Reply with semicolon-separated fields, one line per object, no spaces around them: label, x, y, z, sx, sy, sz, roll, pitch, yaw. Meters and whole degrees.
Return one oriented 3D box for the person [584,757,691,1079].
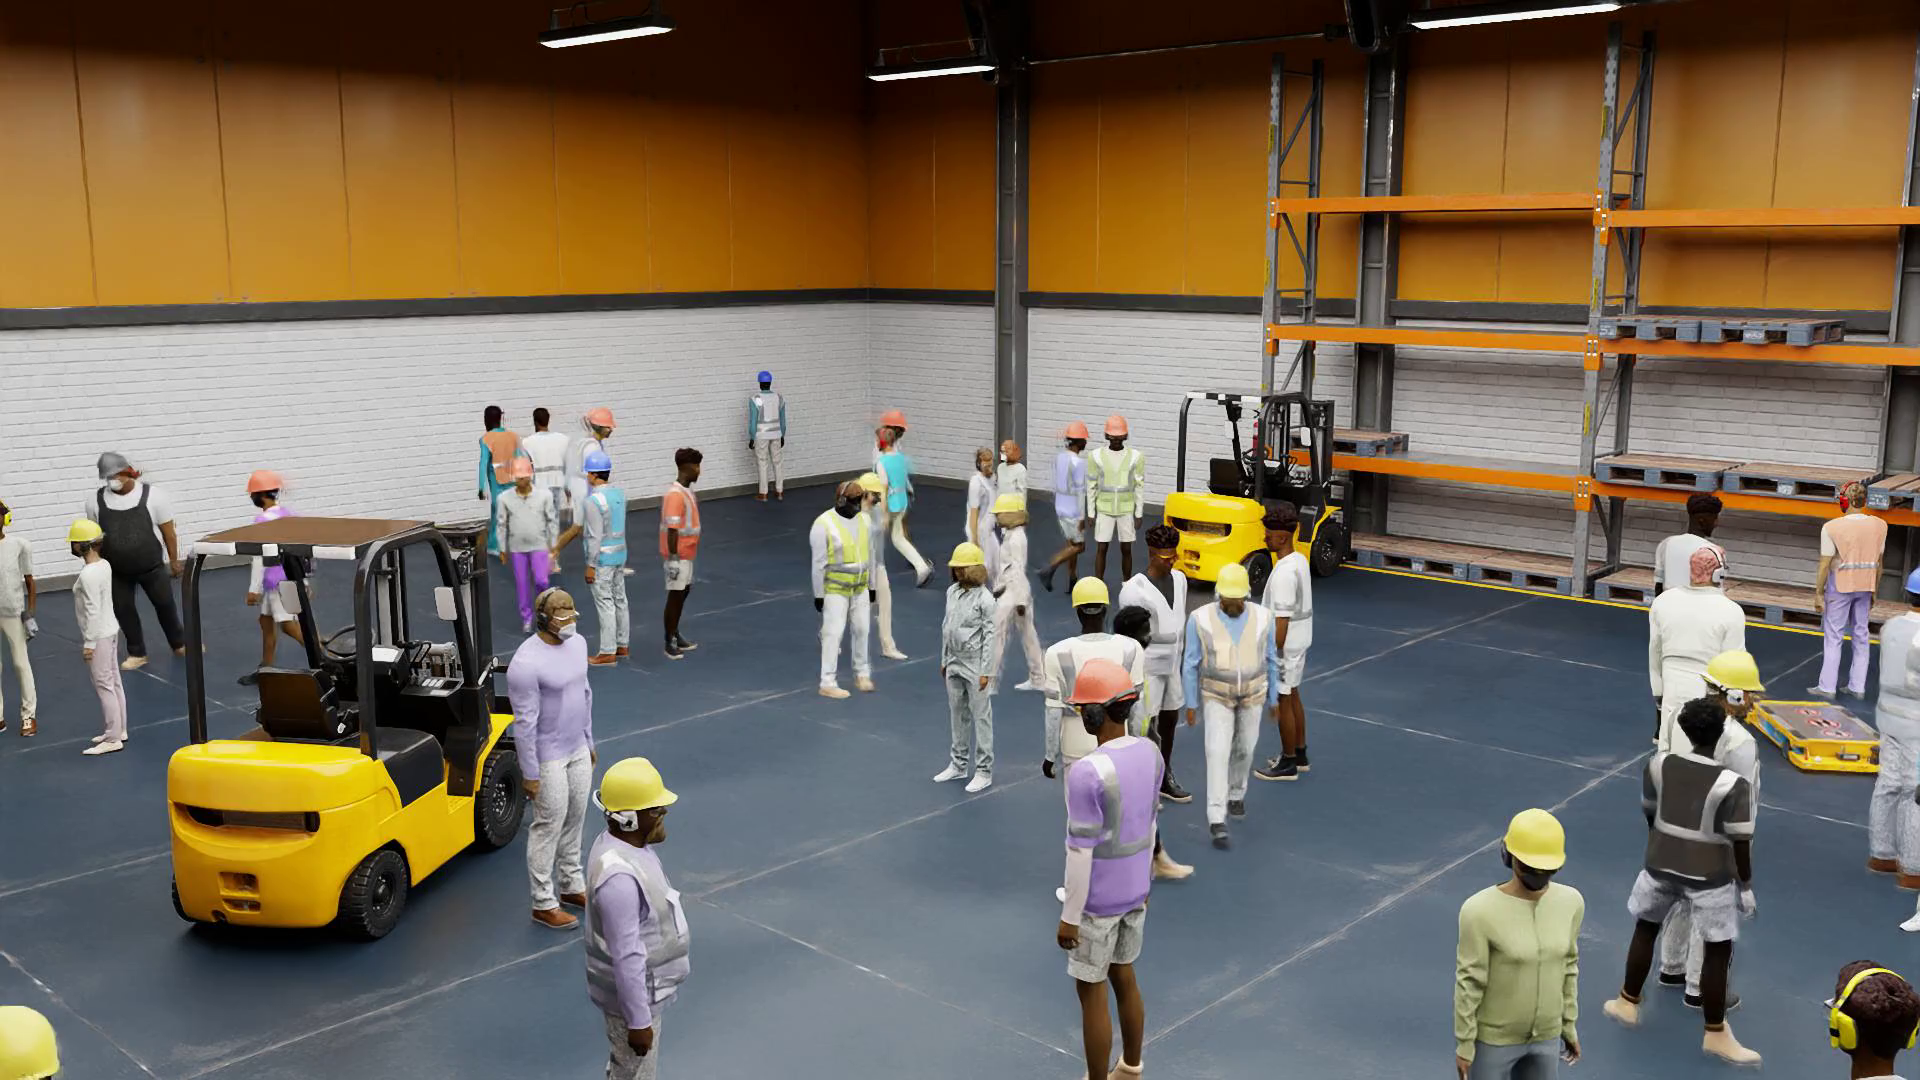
person;-1.247;1.733;6.464;0.403;1.834;0.589;-2;10;-13

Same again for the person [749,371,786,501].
person;-2.887;-1.554;24.857;0.614;1.945;0.406;-7;12;-36

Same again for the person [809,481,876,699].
person;-0.985;0.411;14.004;0.678;1.832;0.432;-10;14;-44

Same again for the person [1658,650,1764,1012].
person;3.718;1.431;8.234;0.403;1.820;0.598;-2;10;-10

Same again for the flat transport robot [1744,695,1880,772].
flat transport robot;6.459;1.448;12.536;0.652;0.197;1.431;1;10;8

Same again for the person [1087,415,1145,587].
person;1.647;-0.317;17.595;0.604;2.032;0.416;1;10;4

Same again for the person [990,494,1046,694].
person;0.364;0.462;14.065;0.806;1.713;0.505;1;10;4

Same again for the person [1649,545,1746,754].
person;4.695;0.977;10.562;0.408;1.909;0.638;-7;12;-34

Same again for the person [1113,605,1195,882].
person;1.088;1.206;9.922;0.791;1.660;0.538;1;10;7

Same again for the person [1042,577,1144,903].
person;0.751;1.161;9.488;0.585;1.916;0.389;-2;10;-12

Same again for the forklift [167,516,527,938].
forklift;-3.583;0.976;9.748;1.214;2.155;2.313;2;10;11

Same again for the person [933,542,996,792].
person;0.045;0.875;11.606;0.292;1.745;0.487;-9;14;-43

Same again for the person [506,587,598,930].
person;-2.239;1.201;9.243;0.383;1.929;0.634;4;11;20

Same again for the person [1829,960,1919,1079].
person;2.431;2.059;4.549;0.512;1.861;0.325;-2;10;-11

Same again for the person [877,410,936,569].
person;-0.798;-0.591;19.585;1.012;1.885;0.563;2;10;9

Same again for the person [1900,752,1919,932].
person;5.436;1.385;9.000;0.307;1.640;0.512;-6;12;-31

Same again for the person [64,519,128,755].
person;-6.468;0.717;12.442;0.310;1.768;0.533;-3;10;-15

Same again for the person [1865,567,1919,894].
person;5.606;1.096;9.773;0.389;1.947;0.610;0;10;0

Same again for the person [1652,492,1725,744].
person;5.477;0.615;12.477;0.391;1.957;0.608;-4;11;-21

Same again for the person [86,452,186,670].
person;-7.373;0.151;14.887;0.766;2.000;0.626;-3;10;-18

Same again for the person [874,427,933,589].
person;-0.739;-0.348;18.379;0.881;1.815;0.578;4;11;24

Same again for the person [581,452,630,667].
person;-3.218;0.170;15.039;0.404;1.945;0.614;3;10;16

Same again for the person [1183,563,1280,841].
person;1.768;1.026;10.692;0.636;1.767;0.801;0;10;0

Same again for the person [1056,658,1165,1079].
person;0.620;1.511;7.196;0.407;2.029;0.612;8;13;37

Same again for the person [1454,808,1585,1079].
person;2.059;1.828;6.122;0.530;1.765;0.326;-3;10;-17

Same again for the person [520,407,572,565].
person;-4.974;-0.627;19.715;0.608;1.894;0.749;-8;13;-38

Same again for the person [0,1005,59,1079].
person;-2.318;2.099;4.186;0.593;1.904;0.602;10;14;44

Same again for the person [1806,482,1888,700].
person;7.405;0.435;13.858;0.560;1.836;0.394;-1;10;-6

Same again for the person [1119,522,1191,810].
person;1.324;0.843;11.203;0.621;1.951;0.379;-9;14;-43

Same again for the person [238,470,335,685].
person;-5.761;0.337;14.249;0.926;1.903;0.541;-1;10;-3

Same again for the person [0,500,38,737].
person;-7.393;0.597;12.820;0.510;1.877;0.328;-2;10;-11

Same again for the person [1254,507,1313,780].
person;2.302;0.733;11.835;0.378;1.955;0.604;4;11;24

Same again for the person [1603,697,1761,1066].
person;3.460;1.580;7.825;0.329;1.678;0.743;-8;12;-37

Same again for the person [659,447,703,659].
person;-2.569;0.113;15.374;0.409;1.949;0.685;0;10;-1

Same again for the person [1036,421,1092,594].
person;1.142;-0.326;17.978;0.678;1.913;0.546;-5;11;-26

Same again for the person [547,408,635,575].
person;-4.340;-0.534;19.043;1.060;1.974;0.623;-1;10;-3

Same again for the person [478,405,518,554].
person;-5.547;-0.704;20.232;0.959;1.883;0.607;5;11;24

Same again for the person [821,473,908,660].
person;-0.908;0.230;15.314;0.840;1.737;0.531;6;12;30

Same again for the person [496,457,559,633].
person;-4.240;0.052;16.292;0.593;1.736;0.375;-2;10;-9

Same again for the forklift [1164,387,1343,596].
forklift;3.298;-0.608;18.767;1.214;2.155;2.313;9;13;42

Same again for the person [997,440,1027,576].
person;0.578;-0.321;18.759;0.275;1.627;0.504;-7;12;-34
